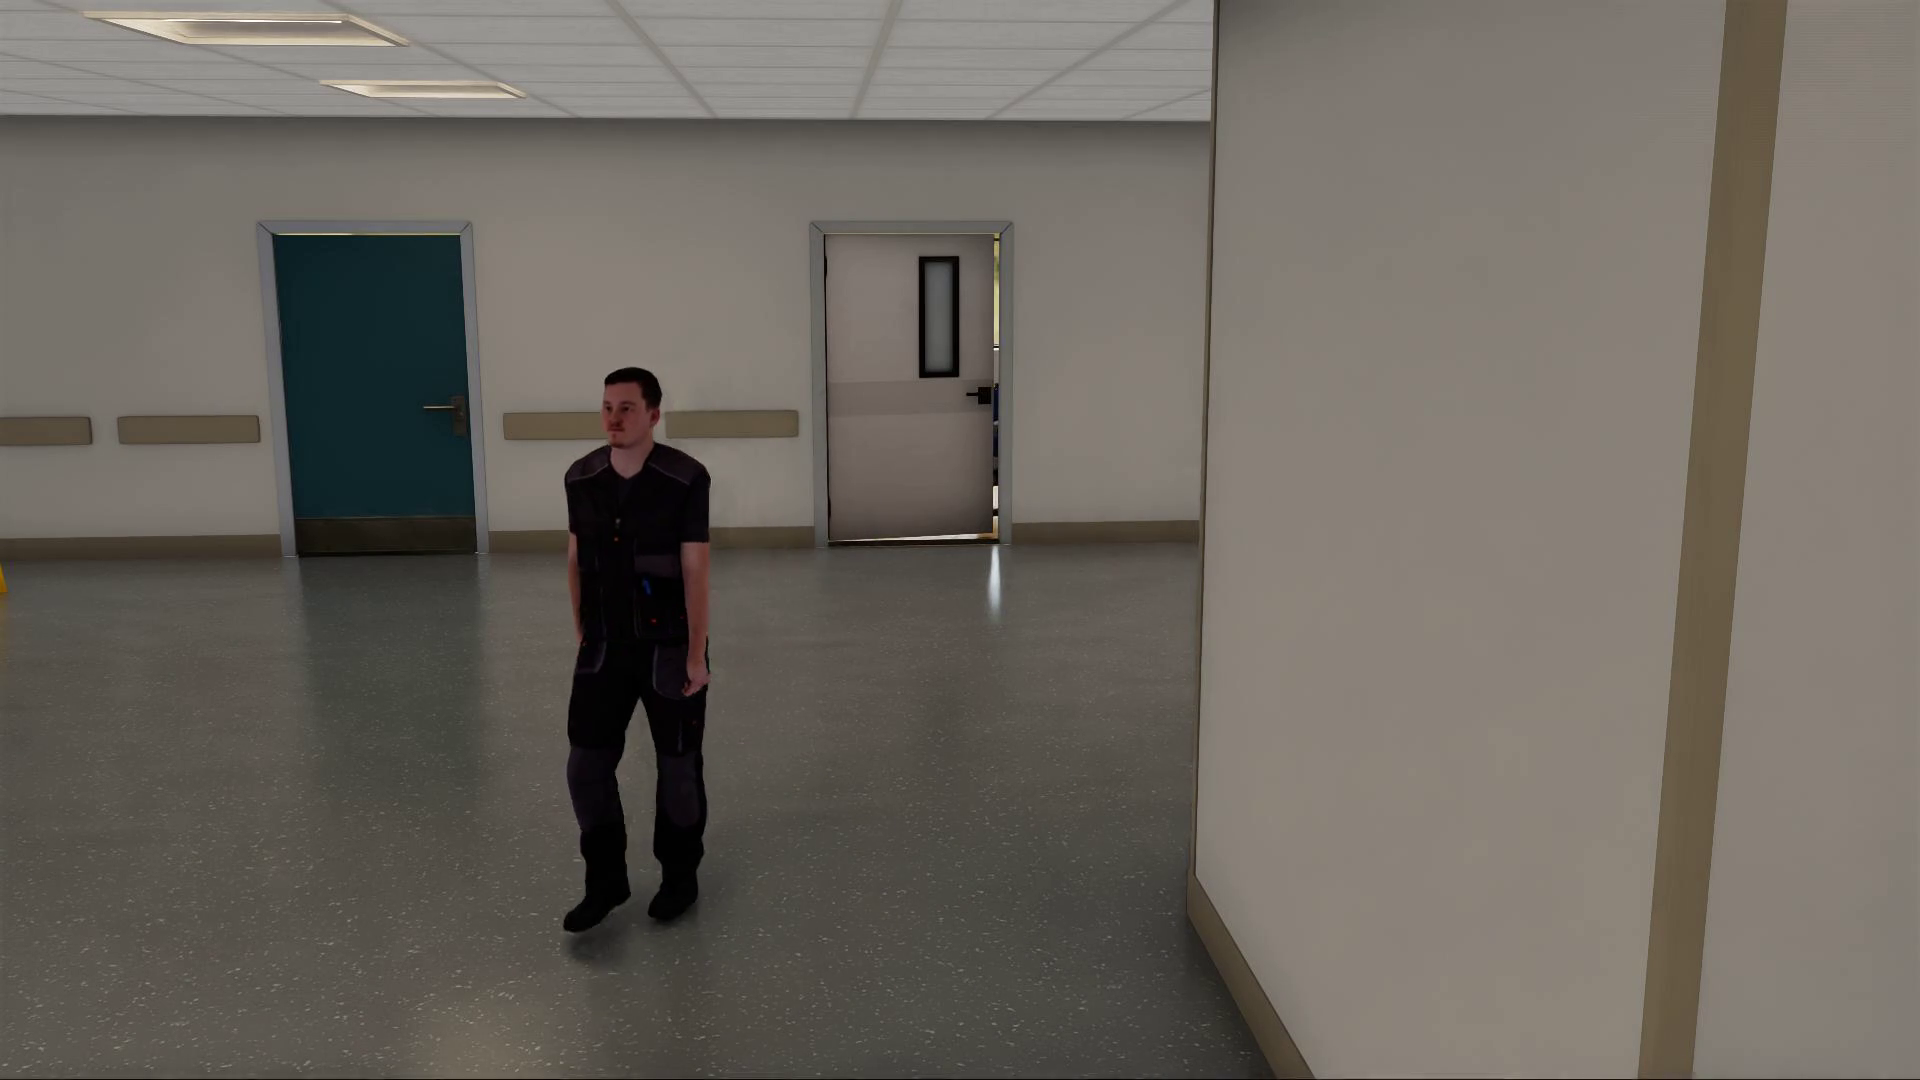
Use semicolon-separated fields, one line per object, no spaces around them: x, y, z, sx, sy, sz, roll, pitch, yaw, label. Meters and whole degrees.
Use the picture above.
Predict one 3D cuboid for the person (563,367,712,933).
-1.008;0.344;5.506;0.780;1.830;0.887;2;11;12;person
